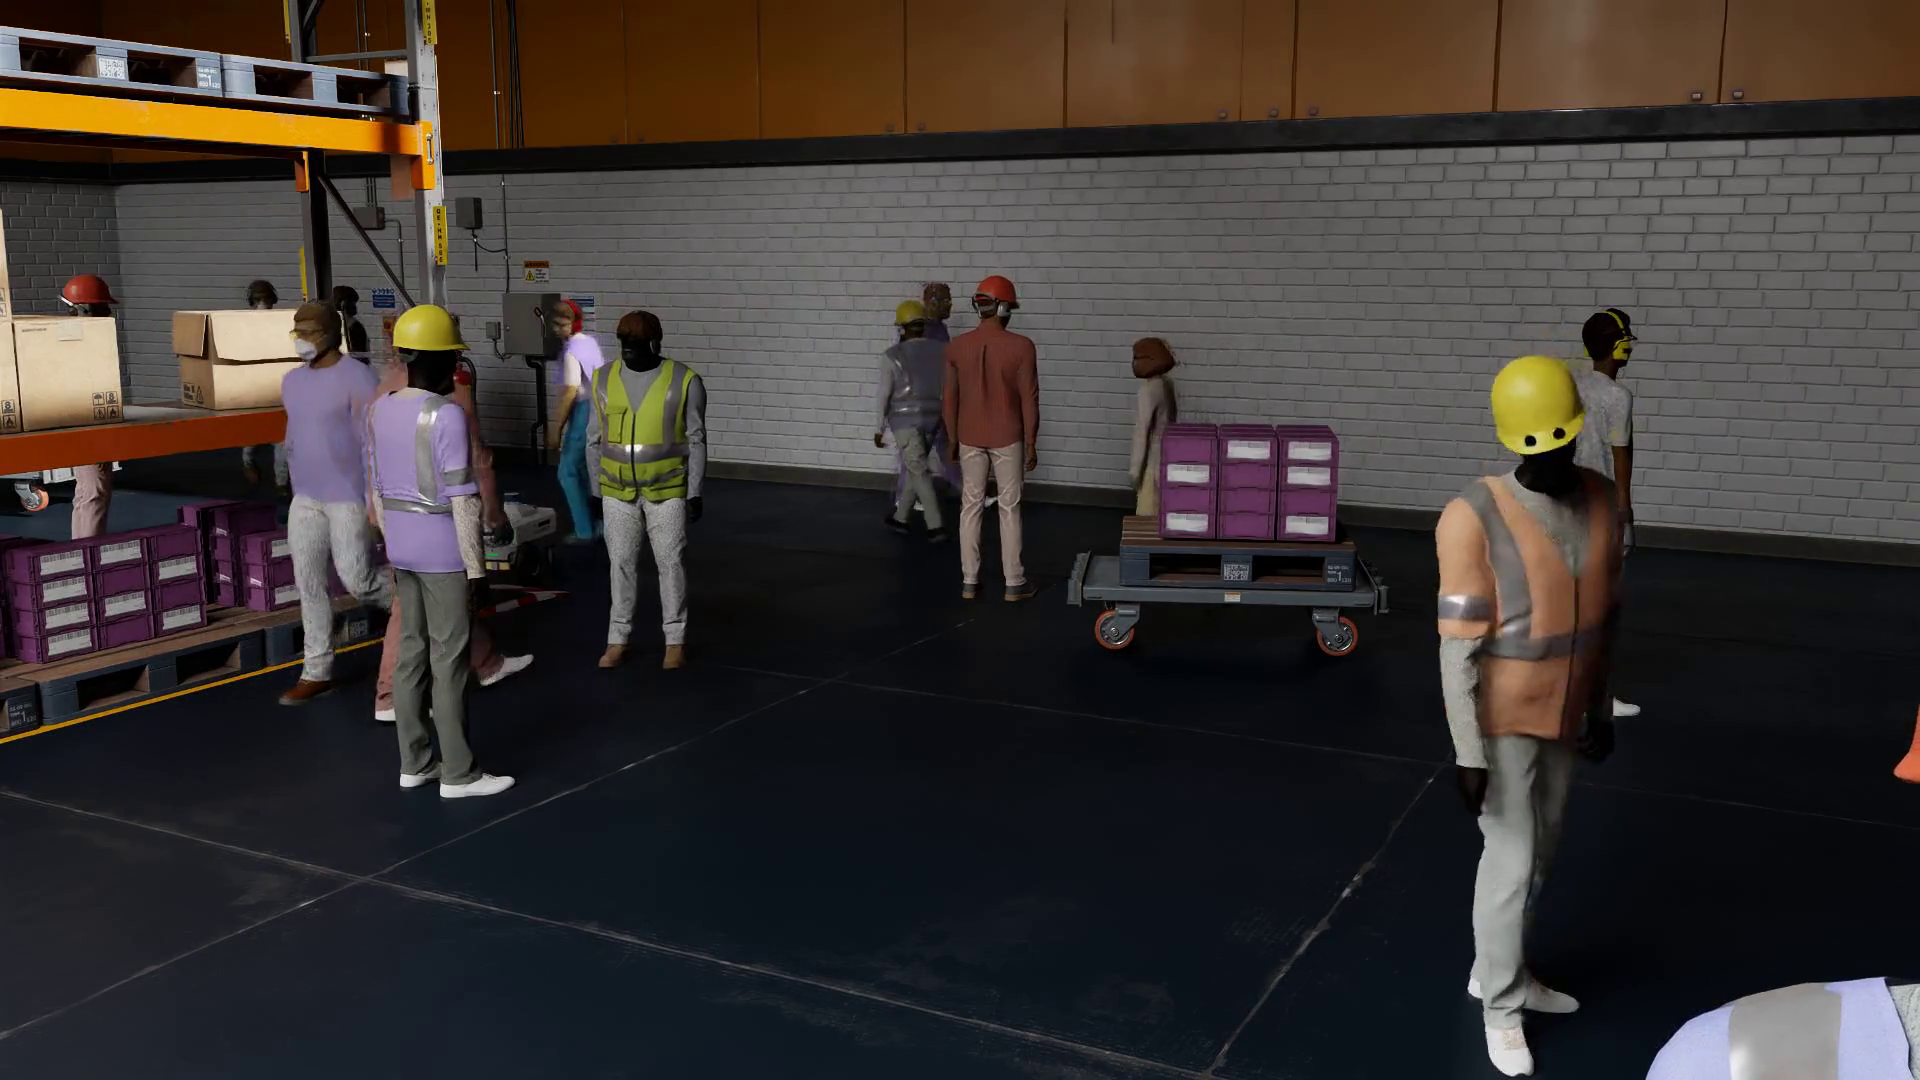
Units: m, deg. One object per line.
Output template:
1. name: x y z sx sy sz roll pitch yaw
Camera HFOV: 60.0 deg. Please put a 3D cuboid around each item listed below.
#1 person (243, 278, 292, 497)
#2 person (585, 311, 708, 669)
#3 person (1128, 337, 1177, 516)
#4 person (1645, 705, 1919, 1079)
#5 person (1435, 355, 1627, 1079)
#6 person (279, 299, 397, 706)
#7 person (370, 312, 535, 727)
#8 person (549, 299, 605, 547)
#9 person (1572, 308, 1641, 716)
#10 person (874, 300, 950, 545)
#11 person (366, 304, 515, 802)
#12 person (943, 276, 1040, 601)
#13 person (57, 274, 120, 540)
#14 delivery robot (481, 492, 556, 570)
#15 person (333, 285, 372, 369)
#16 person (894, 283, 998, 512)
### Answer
1. person: -6.111 -1.340 14.639 0.635 1.916 0.670 -6 12 -33
2. person: -1.607 -0.248 8.510 0.624 1.838 0.430 1 10 5
3. person: 1.273 -0.441 10.276 0.661 1.610 0.537 4 11 23
4. person: 0.748 0.957 1.220 0.547 1.942 0.351 2 10 10
5. person: 1.477 0.450 4.371 0.669 1.878 0.494 -5 11 -29
6. person: -2.949 -0.201 8.019 0.638 1.916 0.811 5 11 26
7. person: -2.335 -0.117 7.671 0.992 1.857 0.644 -9 14 -44
8. person: -2.690 -0.824 11.939 0.428 1.809 0.608 0 10 1
9. person: 2.949 -0.126 7.683 0.324 1.876 0.526 -3 10 -15
10. person: -0.326 -0.873 12.294 0.602 1.785 0.975 -7 12 -34
11. person: -2.044 0.055 6.482 0.587 1.928 0.363 7 12 36
12. person: 0.203 -0.619 10.217 0.613 1.985 0.402 4 11 22
13. person: -5.373 -0.644 10.334 0.396 1.992 0.623 -7 12 -35
14. delivery robot: -2.930 -0.068 10.896 0.477 0.478 0.707 2 10 10
15. person: -5.462 -1.343 14.846 0.620 1.837 0.429 6 12 32
16. person: -0.115 -1.135 13.510 0.949 1.867 0.658 1 10 7
